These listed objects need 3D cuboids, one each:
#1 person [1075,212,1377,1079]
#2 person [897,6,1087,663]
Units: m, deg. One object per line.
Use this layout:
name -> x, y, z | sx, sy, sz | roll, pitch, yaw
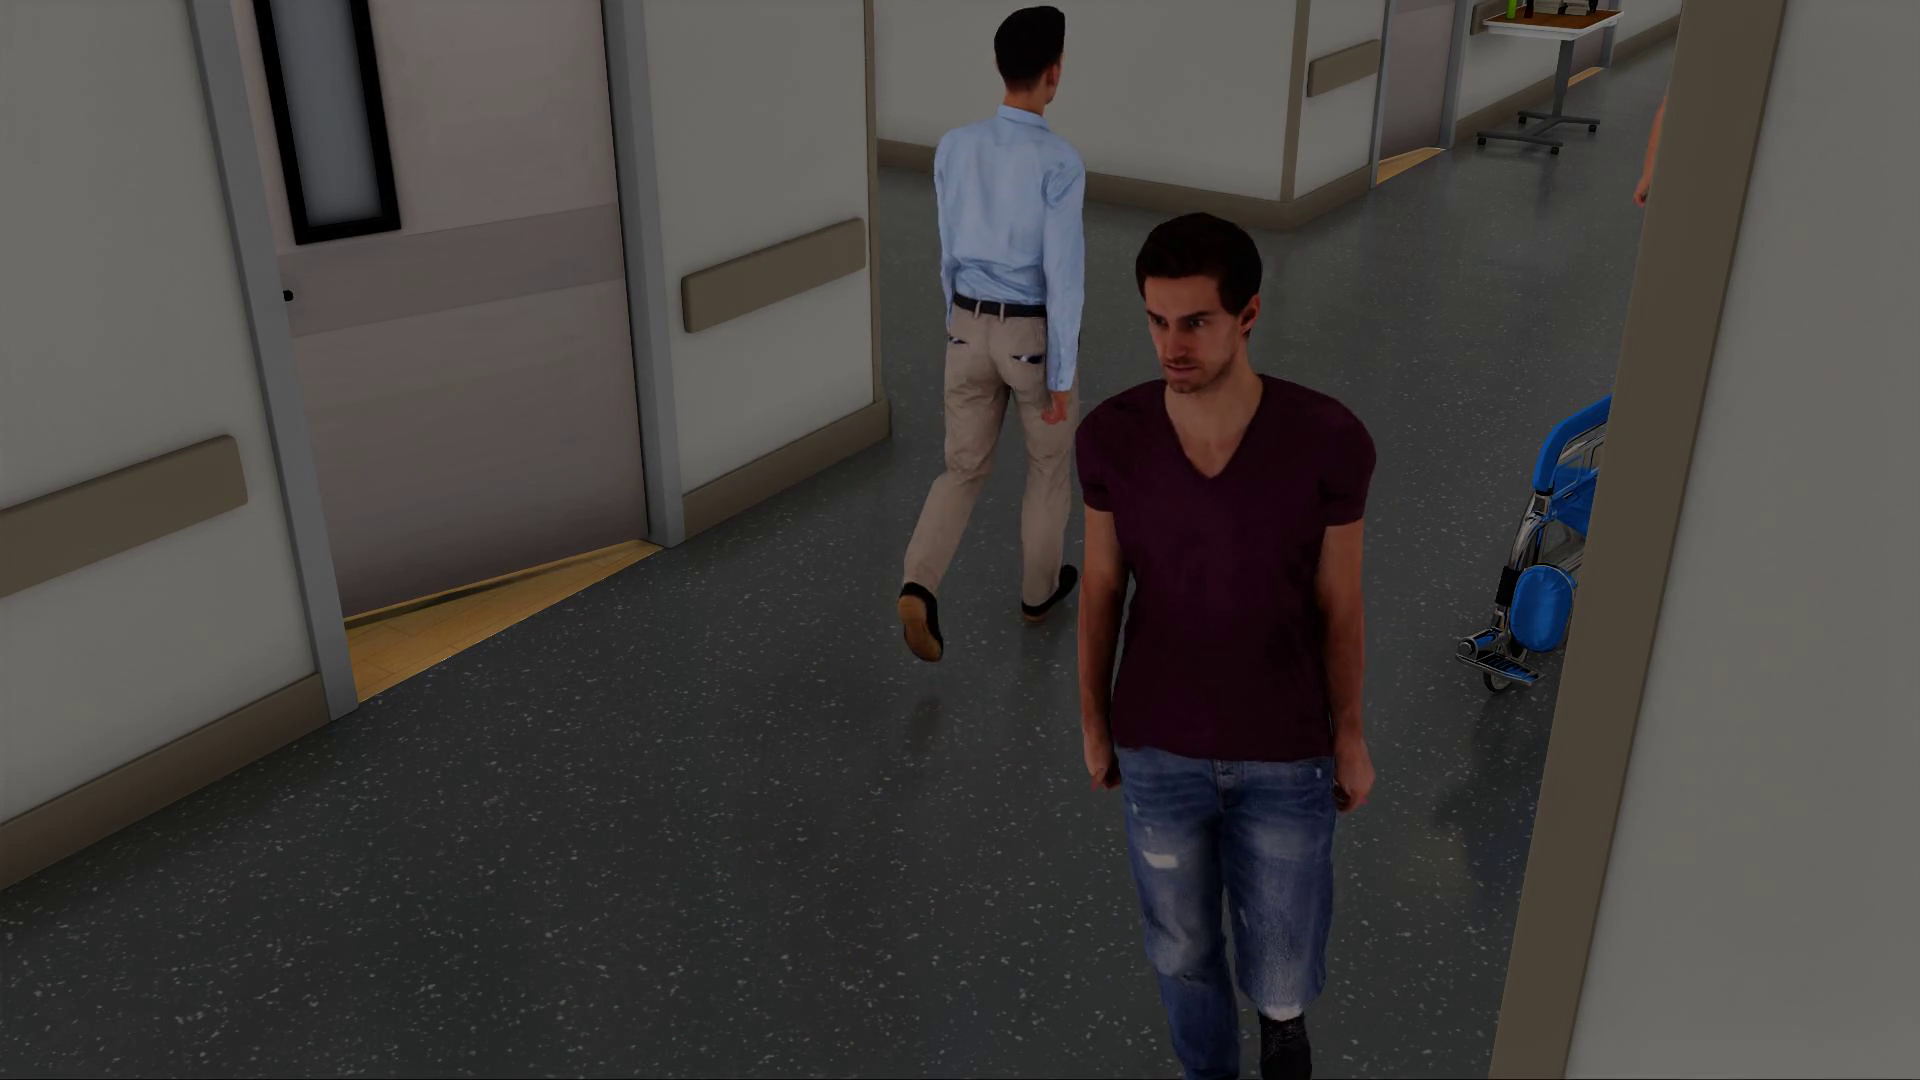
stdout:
person -> 0.479, 0.303, 2.959 | 0.785, 1.822, 0.803 | 7, 27, 15
person -> 0.092, -0.508, 4.638 | 0.734, 1.825, 1.138 | 13, 29, 25
